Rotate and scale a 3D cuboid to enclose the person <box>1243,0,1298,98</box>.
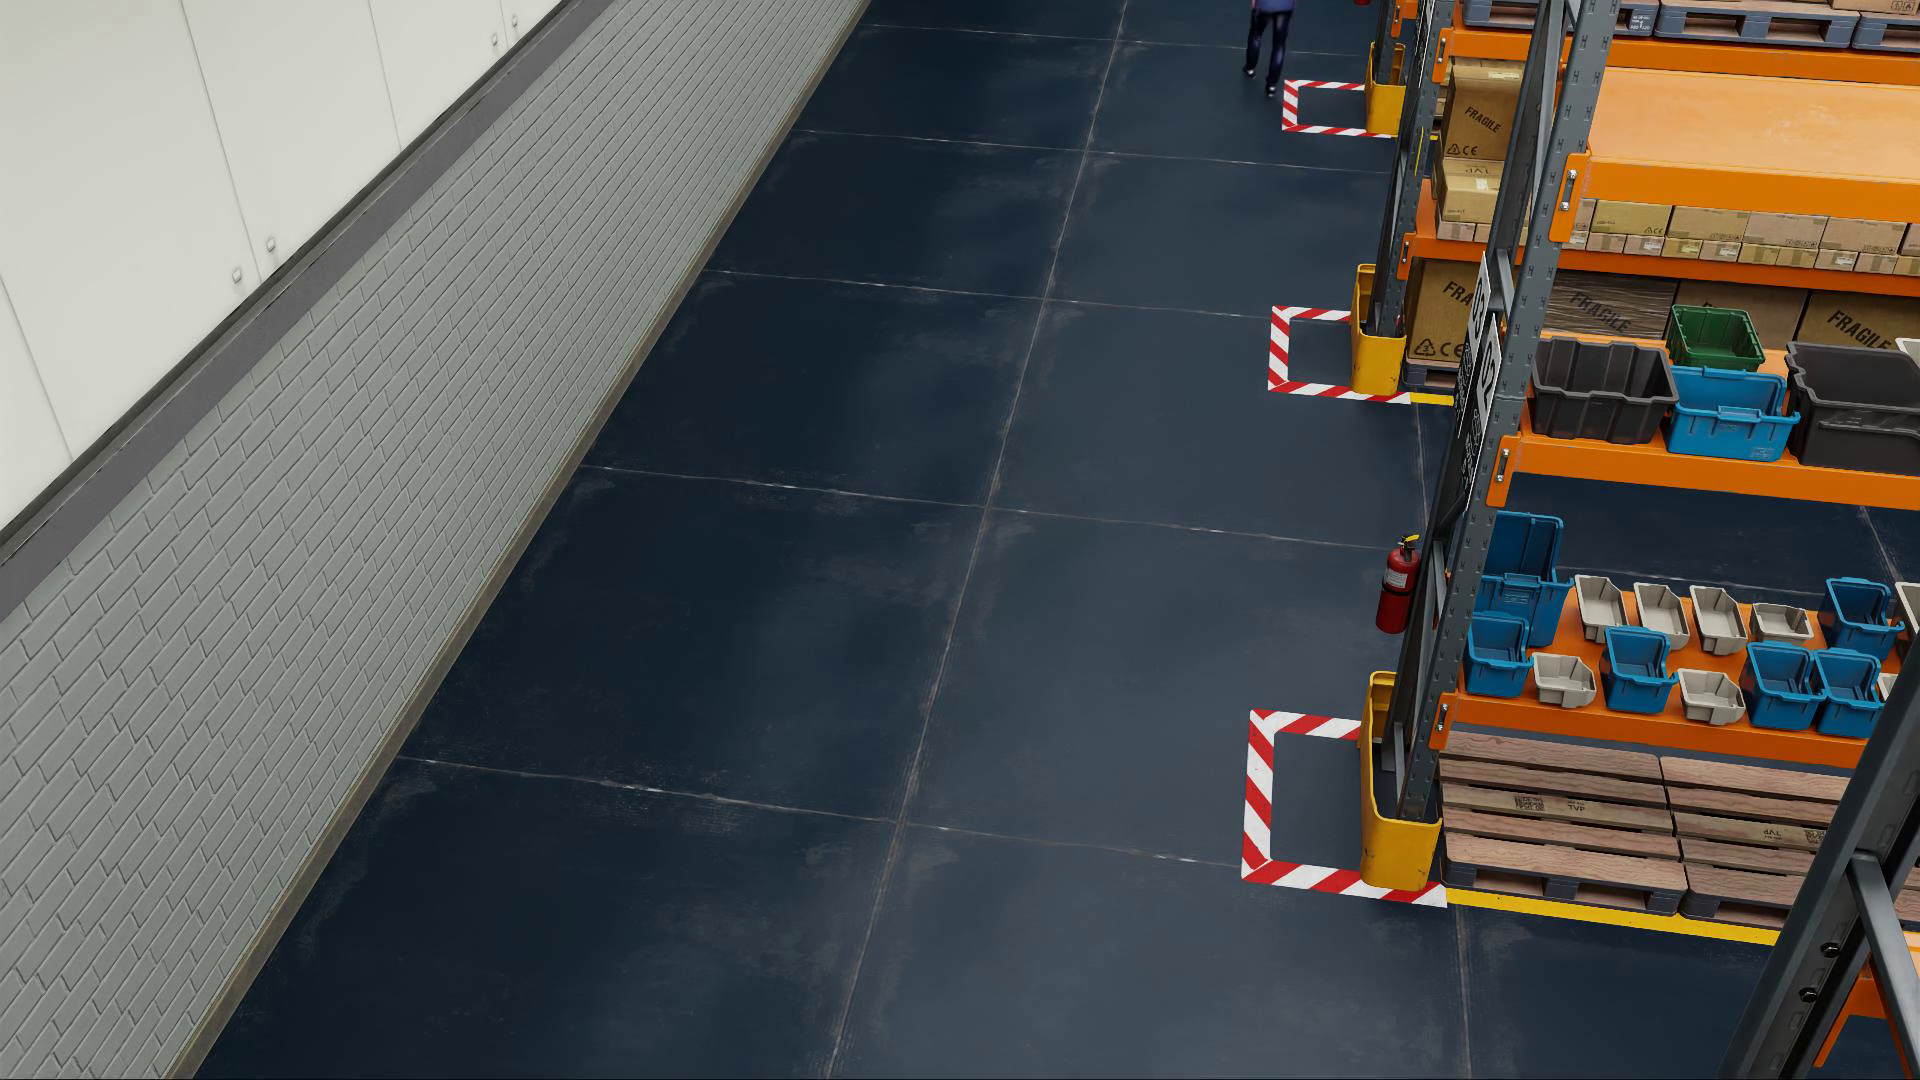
[{"bbox_3d":[3.207,-5.386,16.838,0.937,1.798,0.854,0,37,0],"label":"person"}]
